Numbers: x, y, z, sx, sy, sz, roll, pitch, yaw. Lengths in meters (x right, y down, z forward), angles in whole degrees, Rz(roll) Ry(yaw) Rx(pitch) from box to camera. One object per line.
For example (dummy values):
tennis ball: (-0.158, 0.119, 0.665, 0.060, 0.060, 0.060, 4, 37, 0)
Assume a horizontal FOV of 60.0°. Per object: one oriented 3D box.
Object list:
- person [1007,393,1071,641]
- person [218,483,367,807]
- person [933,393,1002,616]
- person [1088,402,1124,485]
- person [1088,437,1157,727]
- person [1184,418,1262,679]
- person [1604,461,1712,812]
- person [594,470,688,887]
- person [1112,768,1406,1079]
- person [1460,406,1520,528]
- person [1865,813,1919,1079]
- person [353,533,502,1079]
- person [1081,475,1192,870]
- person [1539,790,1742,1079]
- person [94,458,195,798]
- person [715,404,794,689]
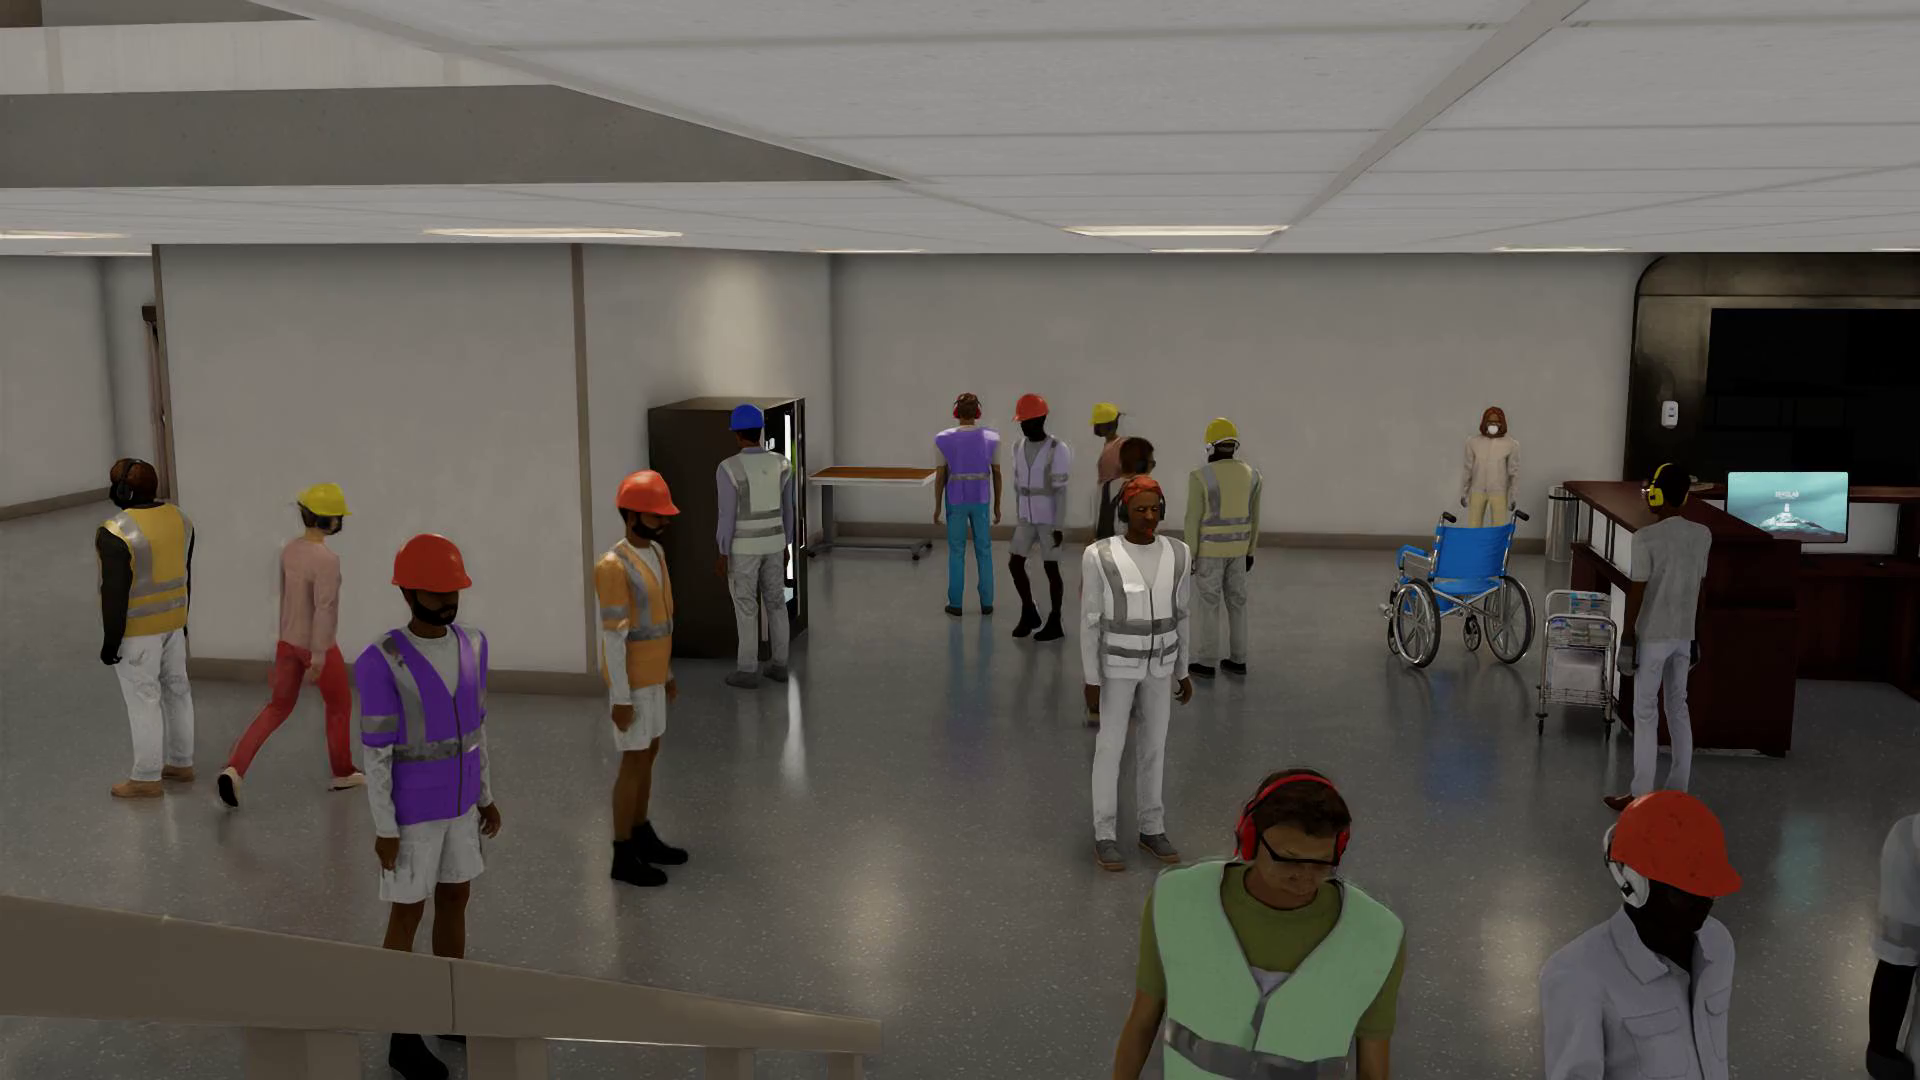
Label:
person: (0.603, -0.166, 12.729, 0.556, 1.914, 0.522, 7, 12, 38)
person: (-3.565, 0.561, 8.869, 0.551, 1.727, 0.842, 7, 12, 37)
person: (0.068, -0.288, 13.723, 0.571, 1.843, 0.373, -2, 9, -11)
person: (1.269, -0.294, 14.049, 0.395, 1.740, 0.544, 2, 9, 14)
person: (1.103, 0.259, 10.425, 0.751, 1.811, 0.554, -6, 11, -32)
person: (1.820, 0.059, 11.668, 0.598, 1.826, 0.404, -5, 10, -26)
person: (3.656, 0.524, 8.676, 0.508, 1.862, 0.325, -4, 10, -21)
person: (-1.465, 0.636, 7.787, 0.392, 1.931, 0.550, 2, 9, 12)
person: (0.632, 1.354, 3.696, 0.653, 1.808, 0.462, 2, 9, 10)
person: (4.812, -0.401, 15.111, 0.504, 1.628, 0.284, 5, 10, 27)
person: (2.415, 1.262, 3.835, 0.610, 1.954, 0.387, 6, 11, 31)
person: (-1.854, 0.930, 5.919, 0.377, 1.938, 0.547, 5, 11, 30)
person: (0.849, 0.628, 7.958, 0.575, 1.883, 0.355, -4, 10, -21)
person: (1.503, 1.391, 3.645, 0.573, 1.750, 0.332, -6, 11, -31)
person: (-4.434, 0.472, 9.042, 0.429, 1.846, 0.625, 2, 9, 13)
person: (-1.414, 0.041, 11.380, 0.615, 1.942, 0.408, -8, 12, -41)
